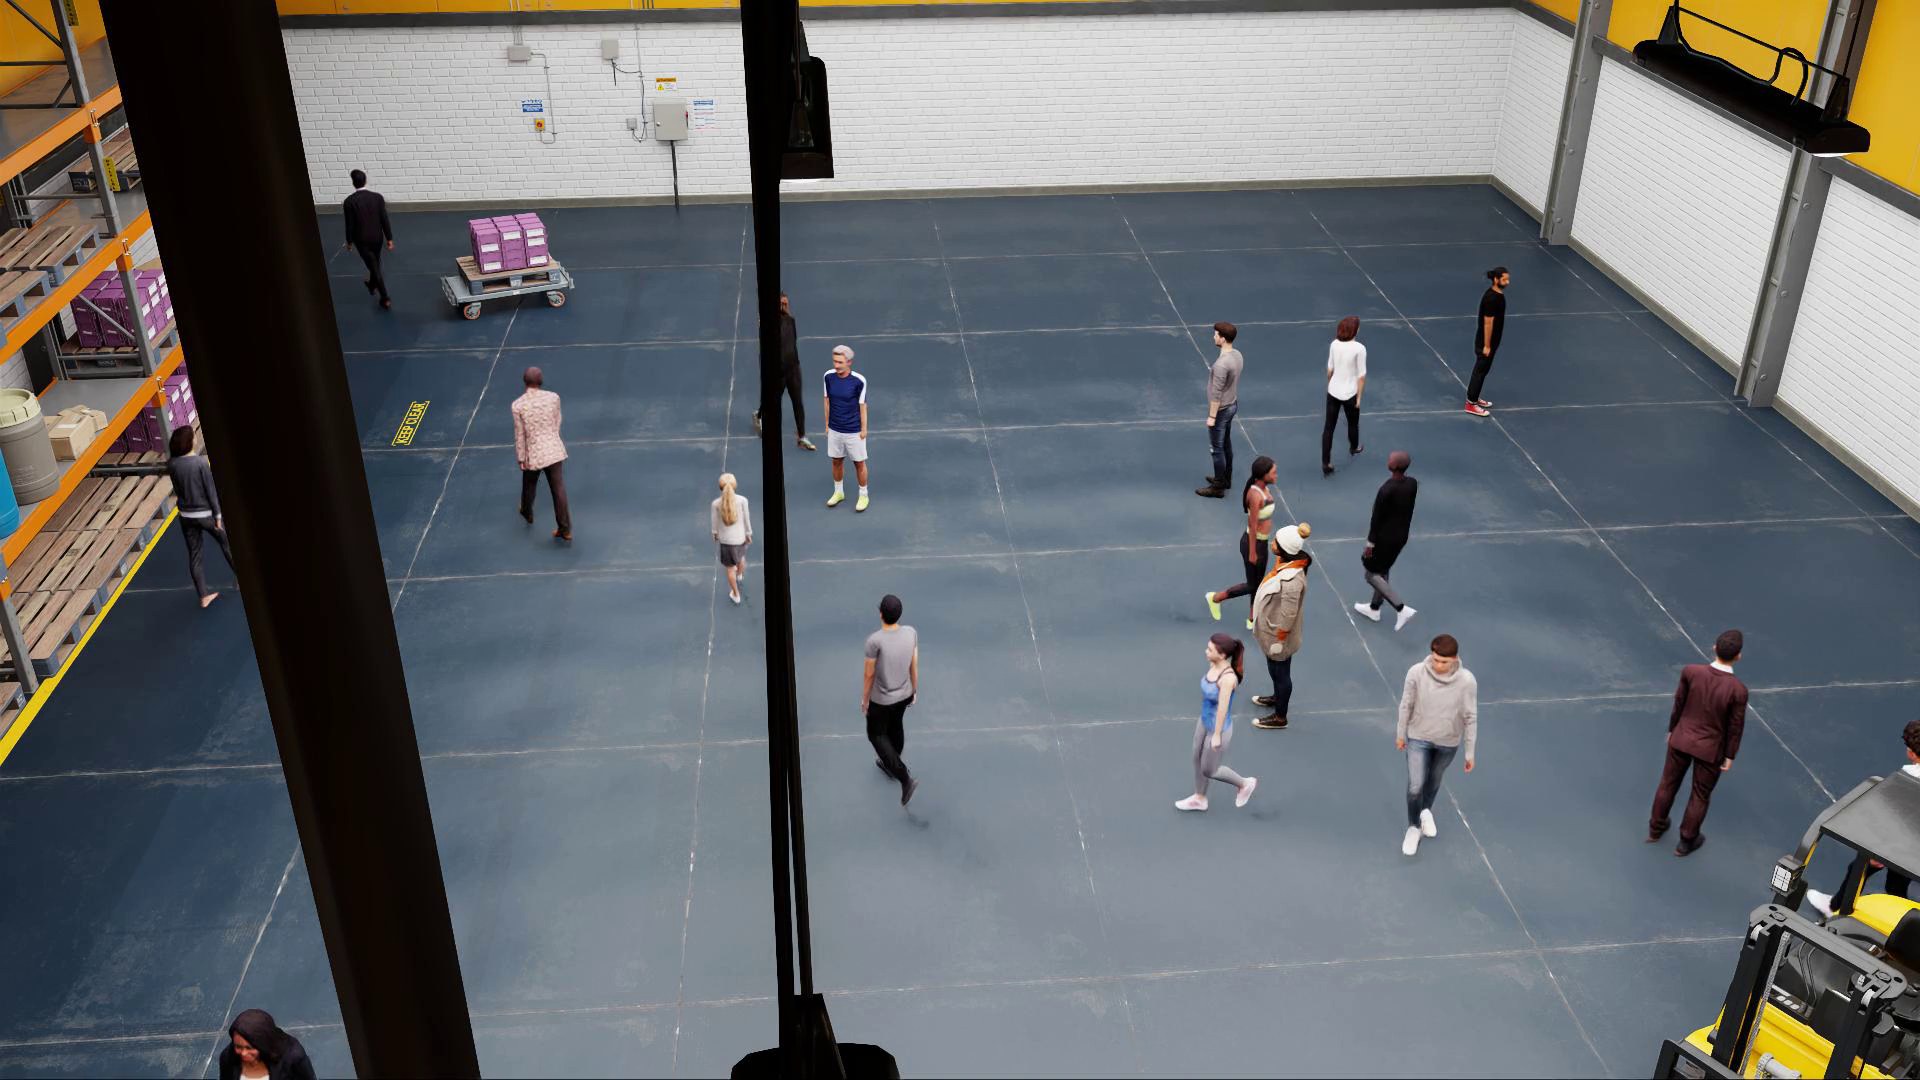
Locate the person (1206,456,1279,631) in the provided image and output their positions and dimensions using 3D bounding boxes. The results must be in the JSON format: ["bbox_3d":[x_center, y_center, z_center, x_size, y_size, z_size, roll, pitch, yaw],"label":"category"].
[{"bbox_3d":[2.576,0.045,15.006,0.878,1.743,0.917,12,31,20],"label":"person"}]

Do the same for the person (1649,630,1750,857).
[{"bbox_3d":[5.435,1.491,12.234,0.759,1.859,0.830,24,37,37],"label":"person"}]

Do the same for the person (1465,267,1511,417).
[{"bbox_3d":[6.142,-2.333,19.354,0.762,1.755,0.628,11,30,19],"label":"person"}]

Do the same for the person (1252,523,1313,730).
[{"bbox_3d":[2.671,0.675,13.698,0.806,1.890,0.679,4,29,8],"label":"person"}]

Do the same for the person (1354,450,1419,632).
[{"bbox_3d":[3.922,0.033,15.020,0.934,1.750,1.059,-19,34,-31],"label":"person"}]

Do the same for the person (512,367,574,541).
[{"bbox_3d":[-4.113,-0.816,16.570,0.983,1.757,1.270,-16,33,-27],"label":"person"}]

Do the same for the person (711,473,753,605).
[{"bbox_3d":[-2.127,0.001,15.605,0.629,1.247,0.878,-9,30,-16],"label":"person"}]

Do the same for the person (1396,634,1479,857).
[{"bbox_3d":[3.530,1.419,12.404,0.837,1.823,0.946,2,29,5],"label":"person"}]

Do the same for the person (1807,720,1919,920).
[{"bbox_3d":[6.406,2.082,11.233,0.803,1.780,1.000,-9,30,-16],"label":"person"}]

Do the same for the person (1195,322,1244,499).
[{"bbox_3d":[2.756,-1.368,17.431,0.816,1.901,0.691,13,31,23],"label":"person"}]

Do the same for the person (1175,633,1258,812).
[{"bbox_3d":[1.997,1.421,12.637,0.659,1.596,0.773,-4,29,-7],"label":"person"}]

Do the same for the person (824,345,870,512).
[{"bbox_3d":[-1.169,-1.177,17.153,0.703,1.833,0.692,10,30,17],"label":"person"}]

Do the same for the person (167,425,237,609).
[{"bbox_3d":[-7.097,-0.181,15.422,0.677,1.741,0.935,0,29,-1],"label":"person"}]

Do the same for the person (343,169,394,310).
[{"bbox_3d":[-7.905,-3.998,22.324,1.114,1.833,1.278,-21,35,-33],"label":"person"}]

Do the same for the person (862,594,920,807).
[{"bbox_3d":[-0.507,1.237,12.832,0.934,1.733,1.073,-20,35,-32],"label":"person"}]

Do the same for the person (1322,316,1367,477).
[{"bbox_3d":[4.053,-1.503,17.824,1.022,1.762,1.103,20,35,32],"label":"person"}]

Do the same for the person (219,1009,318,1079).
[{"bbox_3d":[-3.820,3.201,9.404,0.696,1.566,1.070,0,29,-1],"label":"person"}]

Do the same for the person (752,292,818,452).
[{"bbox_3d":[-2.033,-1.894,18.525,1.223,1.776,1.134,24,37,37],"label":"person"}]
